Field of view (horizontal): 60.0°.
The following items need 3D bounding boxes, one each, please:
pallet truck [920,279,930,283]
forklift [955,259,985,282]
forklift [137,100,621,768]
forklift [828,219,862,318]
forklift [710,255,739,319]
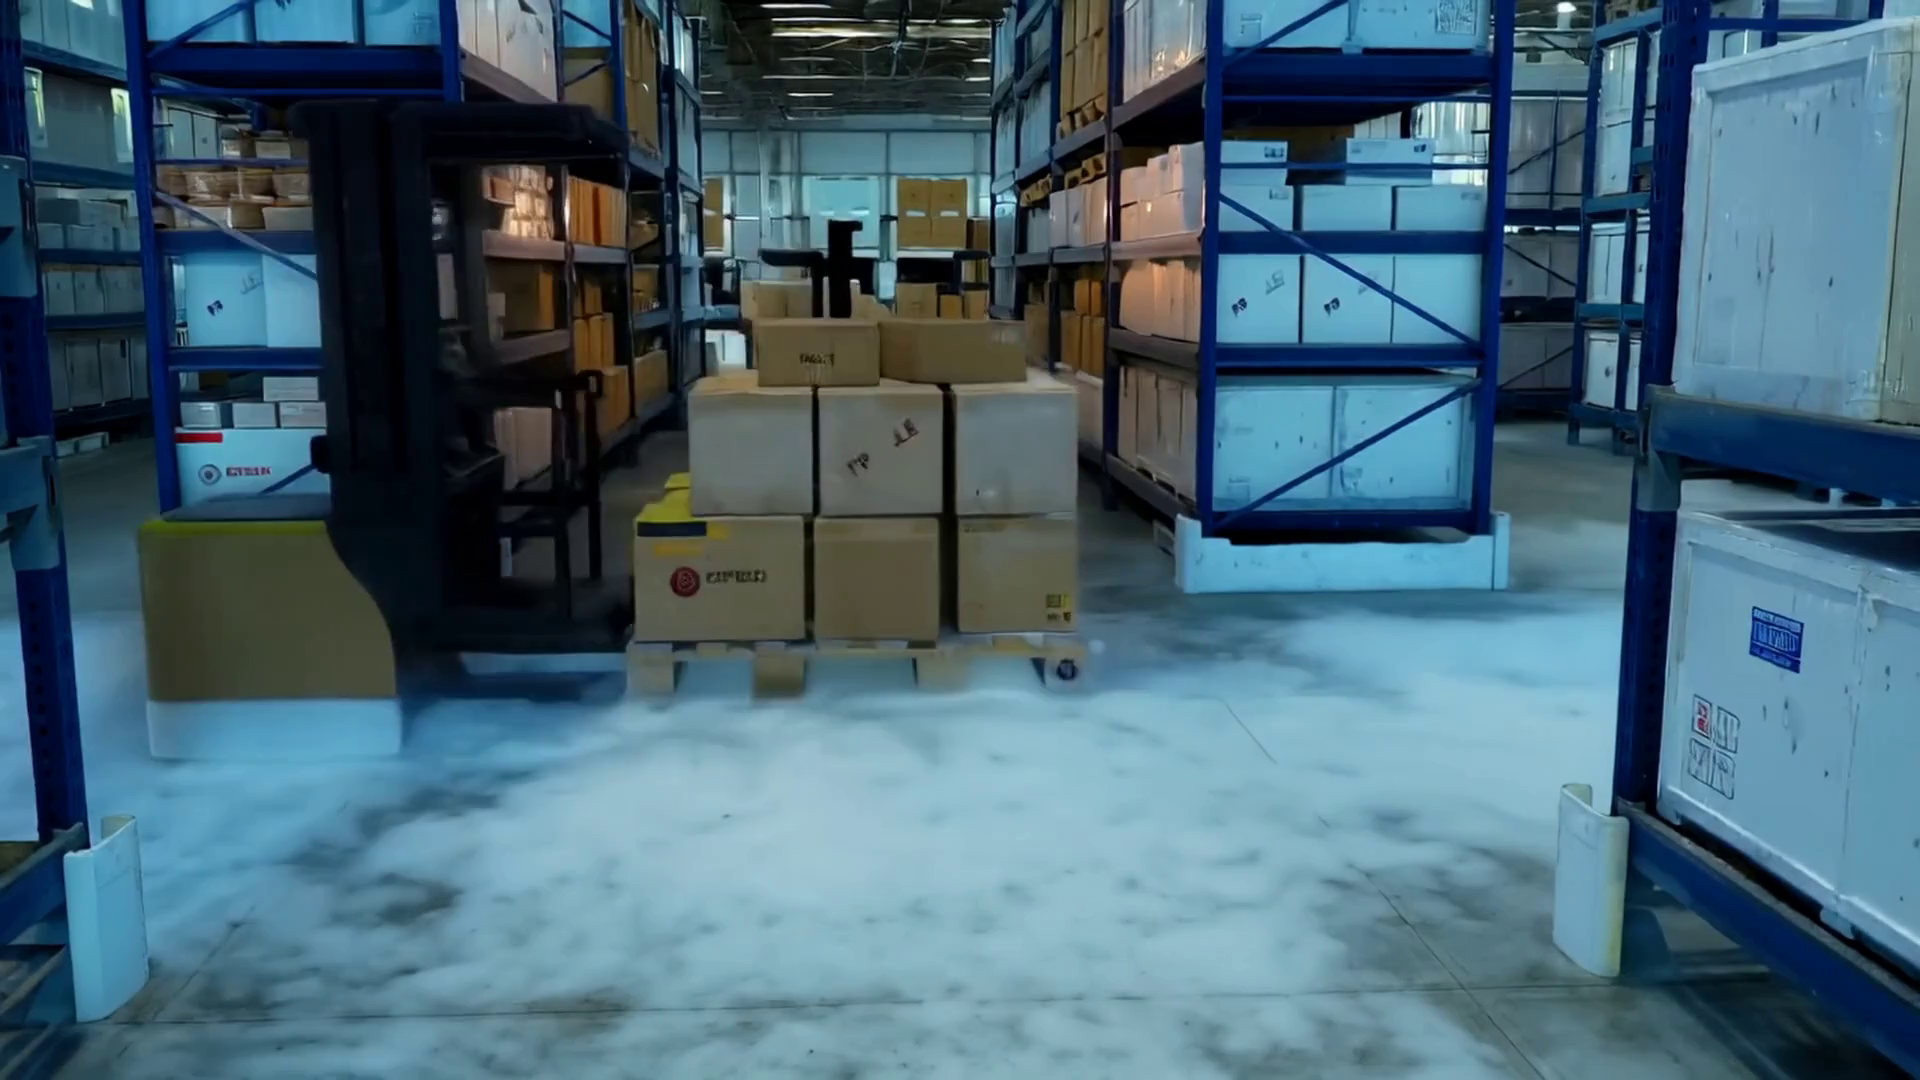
[{"bbox_3d":[-0.932,-8.922,63.114,1.885,1.965,0.823,2,9,13],"label":"pallet truck"},{"bbox_3d":[0.278,-7.332,50.367,1.129,2.768,1.873,-2,9,-10],"label":"forklift"},{"bbox_3d":[-2.569,-0.491,7.413,1.873,2.768,1.129,-1,9,-5],"label":"forklift"},{"bbox_3d":[-1.527,-2.774,21.751,1.873,2.768,1.129,-1,9,-4],"label":"forklift"},{"bbox_3d":[-8.368,-8.713,59.038,1.129,2.768,1.873,-1,9,-4],"label":"forklift"}]
